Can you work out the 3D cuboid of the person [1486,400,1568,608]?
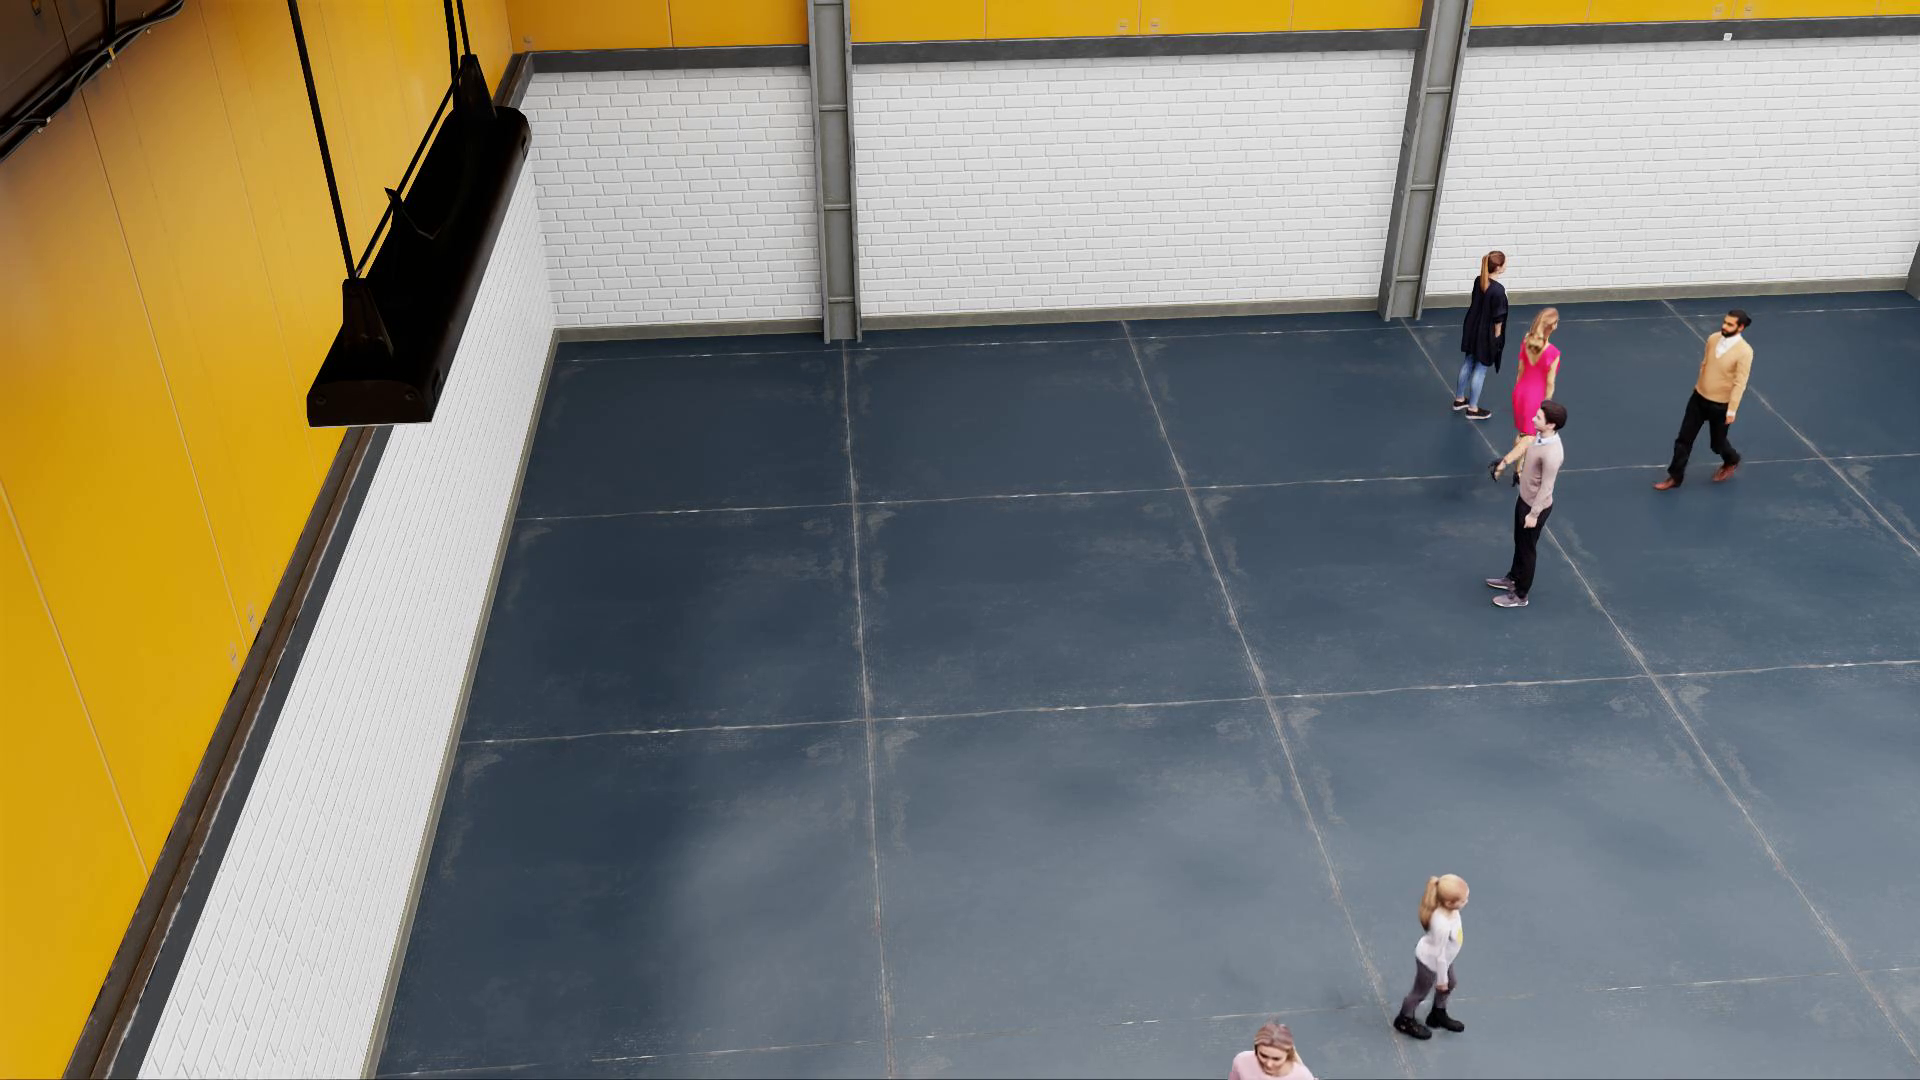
[{"bbox_3d":[4.512,-0.294,13.108,0.609,1.810,0.662,3,34,5],"label":"person"}]

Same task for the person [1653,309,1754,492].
[{"bbox_3d":[6.669,-1.219,14.563,1.200,1.738,0.923,-15,36,-21],"label":"person"}]

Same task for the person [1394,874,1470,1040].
[{"bbox_3d":[2.664,2.384,9.566,0.717,1.270,0.639,13,36,18],"label":"person"}]

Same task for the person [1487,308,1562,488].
[{"bbox_3d":[4.931,-1.198,14.559,0.917,1.708,0.785,-14,36,-20],"label":"person"}]

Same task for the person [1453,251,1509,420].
[{"bbox_3d":[4.931,-1.948,15.710,0.635,1.684,0.678,-11,35,-15],"label":"person"}]

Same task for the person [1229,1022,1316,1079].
[{"bbox_3d":[1.560,2.971,8.319,0.964,1.672,0.934,15,36,21],"label":"person"}]
